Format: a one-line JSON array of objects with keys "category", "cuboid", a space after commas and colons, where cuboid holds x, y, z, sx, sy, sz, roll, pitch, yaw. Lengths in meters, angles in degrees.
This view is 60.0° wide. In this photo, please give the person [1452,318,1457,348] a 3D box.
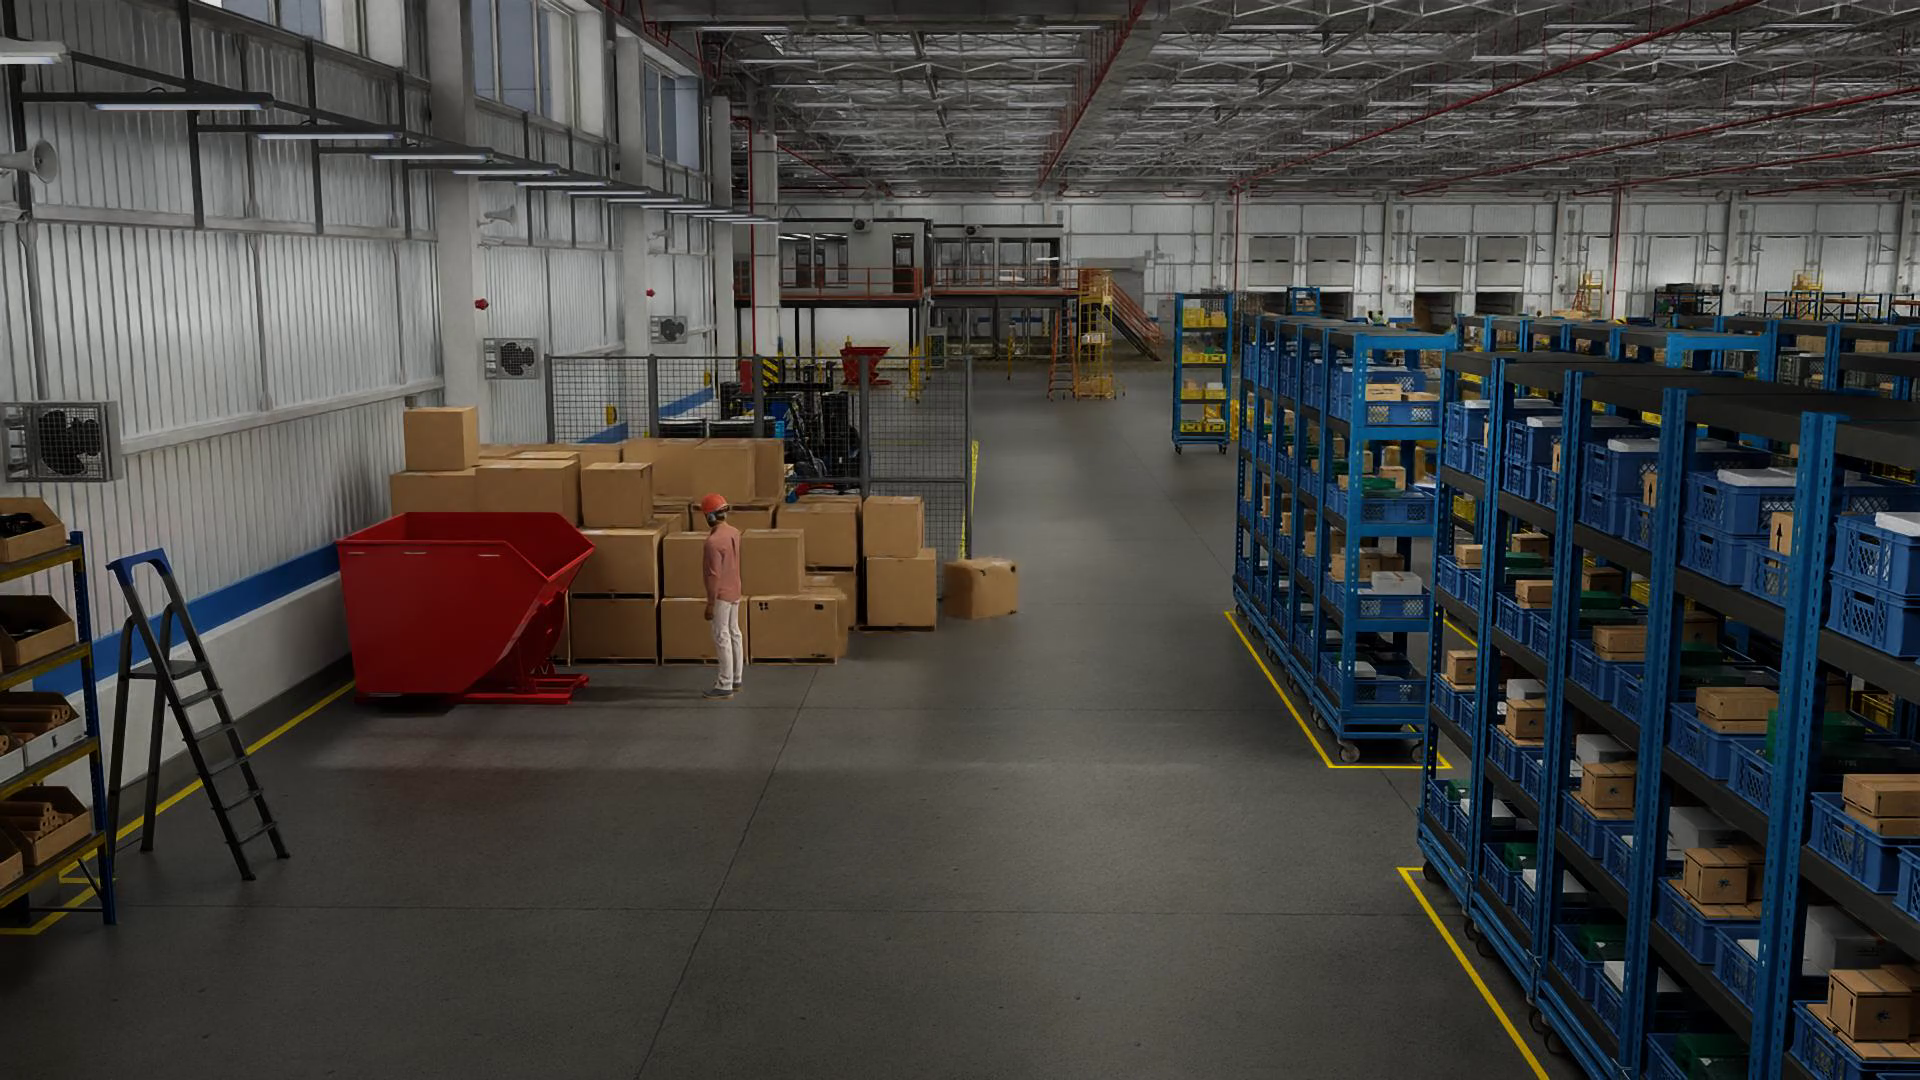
[{"category": "person", "cuboid": [23.548, -9.669, 79.365, 0.743, 1.865, 0.587, 2, 9, 13]}]

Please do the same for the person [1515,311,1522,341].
[{"category": "person", "cuboid": [30.171, -11.371, 89.650, 0.383, 1.923, 0.589, -6, 11, -31]}]

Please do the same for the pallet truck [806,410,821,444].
[{"category": "pallet truck", "cuboid": [-3.559, -2.018, 33.905, 1.522, 1.261, 0.704, 0, 9, -1]}]

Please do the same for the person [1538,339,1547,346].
[{"category": "person", "cuboid": [19.789, -5.906, 56.384, 0.620, 1.795, 0.633, 4, 10, 22]}]

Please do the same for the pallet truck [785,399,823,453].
[{"category": "pallet truck", "cuboid": [-3.814, -2.432, 36.419, 1.630, 1.274, 0.653, 0, 9, 1]}]

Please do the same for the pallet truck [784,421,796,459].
[{"category": "pallet truck", "cuboid": [-4.013, -1.793, 32.705, 1.601, 1.201, 0.680, 0, 9, 1]}]

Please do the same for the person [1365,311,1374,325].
[{"category": "person", "cuboid": [22.175, -11.434, 90.056, 0.590, 1.919, 0.392, -7, 12, -39]}]

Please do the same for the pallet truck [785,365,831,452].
[{"category": "pallet truck", "cuboid": [-3.774, -2.976, 37.635, 1.885, 1.965, 0.823, 1, 9, 5]}]

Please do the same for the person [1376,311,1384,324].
[{"category": "person", "cuboid": [24.231, -12.278, 95.633, 0.816, 1.807, 0.645, 0, 9, -1]}]

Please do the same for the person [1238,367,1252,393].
[{"category": "person", "cuboid": [8.058, -4.363, 46.449, 0.602, 1.915, 0.601, 0, 9, -2]}]

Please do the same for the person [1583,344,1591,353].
[{"category": "person", "cuboid": [21.373, -5.880, 56.703, 0.522, 1.622, 0.405, 9, 13, 43]}]

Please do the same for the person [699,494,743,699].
[{"category": "person", "cuboid": [-2.310, 0.539, 15.999, 0.399, 1.984, 0.610, 3, 10, 16]}]

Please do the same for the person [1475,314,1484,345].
[{"category": "person", "cuboid": [26.351, -10.523, 84.509, 0.869, 1.890, 0.611, -2, 9, -13]}]

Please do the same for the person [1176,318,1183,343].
[{"category": "person", "cuboid": [10.542, -9.831, 80.391, 0.506, 1.846, 0.345, -7, 11, -36]}]

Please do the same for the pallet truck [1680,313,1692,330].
[{"category": "pallet truck", "cuboid": [36.315, -10.531, 84.244, 0.823, 1.965, 1.885, -6, 11, -33]}]

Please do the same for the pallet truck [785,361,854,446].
[{"category": "pallet truck", "cuboid": [-3.410, -3.193, 38.978, 1.885, 1.965, 0.823, 0, 9, -1]}]

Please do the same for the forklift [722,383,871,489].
[{"category": "forklift", "cuboid": [-2.893, -1.687, 28.729, 2.680, 1.987, 1.157, 0, 9, -1]}]

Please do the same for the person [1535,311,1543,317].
[{"category": "person", "cuboid": [32.086, -11.778, 92.281, 0.585, 1.882, 0.337, 9, 13, 43]}]

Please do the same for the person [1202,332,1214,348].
[{"category": "person", "cuboid": [12.056, -9.900, 80.636, 0.636, 1.895, 0.705, 0, 9, -3]}]

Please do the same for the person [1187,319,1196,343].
[{"category": "person", "cuboid": [13.136, -12.083, 94.039, 0.610, 1.932, 0.431, 0, 9, -1]}]

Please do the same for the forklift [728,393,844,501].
[{"category": "forklift", "cuboid": [-2.979, -1.316, 26.476, 2.680, 1.987, 1.157, 0, 9, 1]}]

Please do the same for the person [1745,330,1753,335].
[{"category": "person", "cuboid": [34.644, -8.761, 73.189, 0.535, 2.000, 0.684, -1, 9, -7]}]
